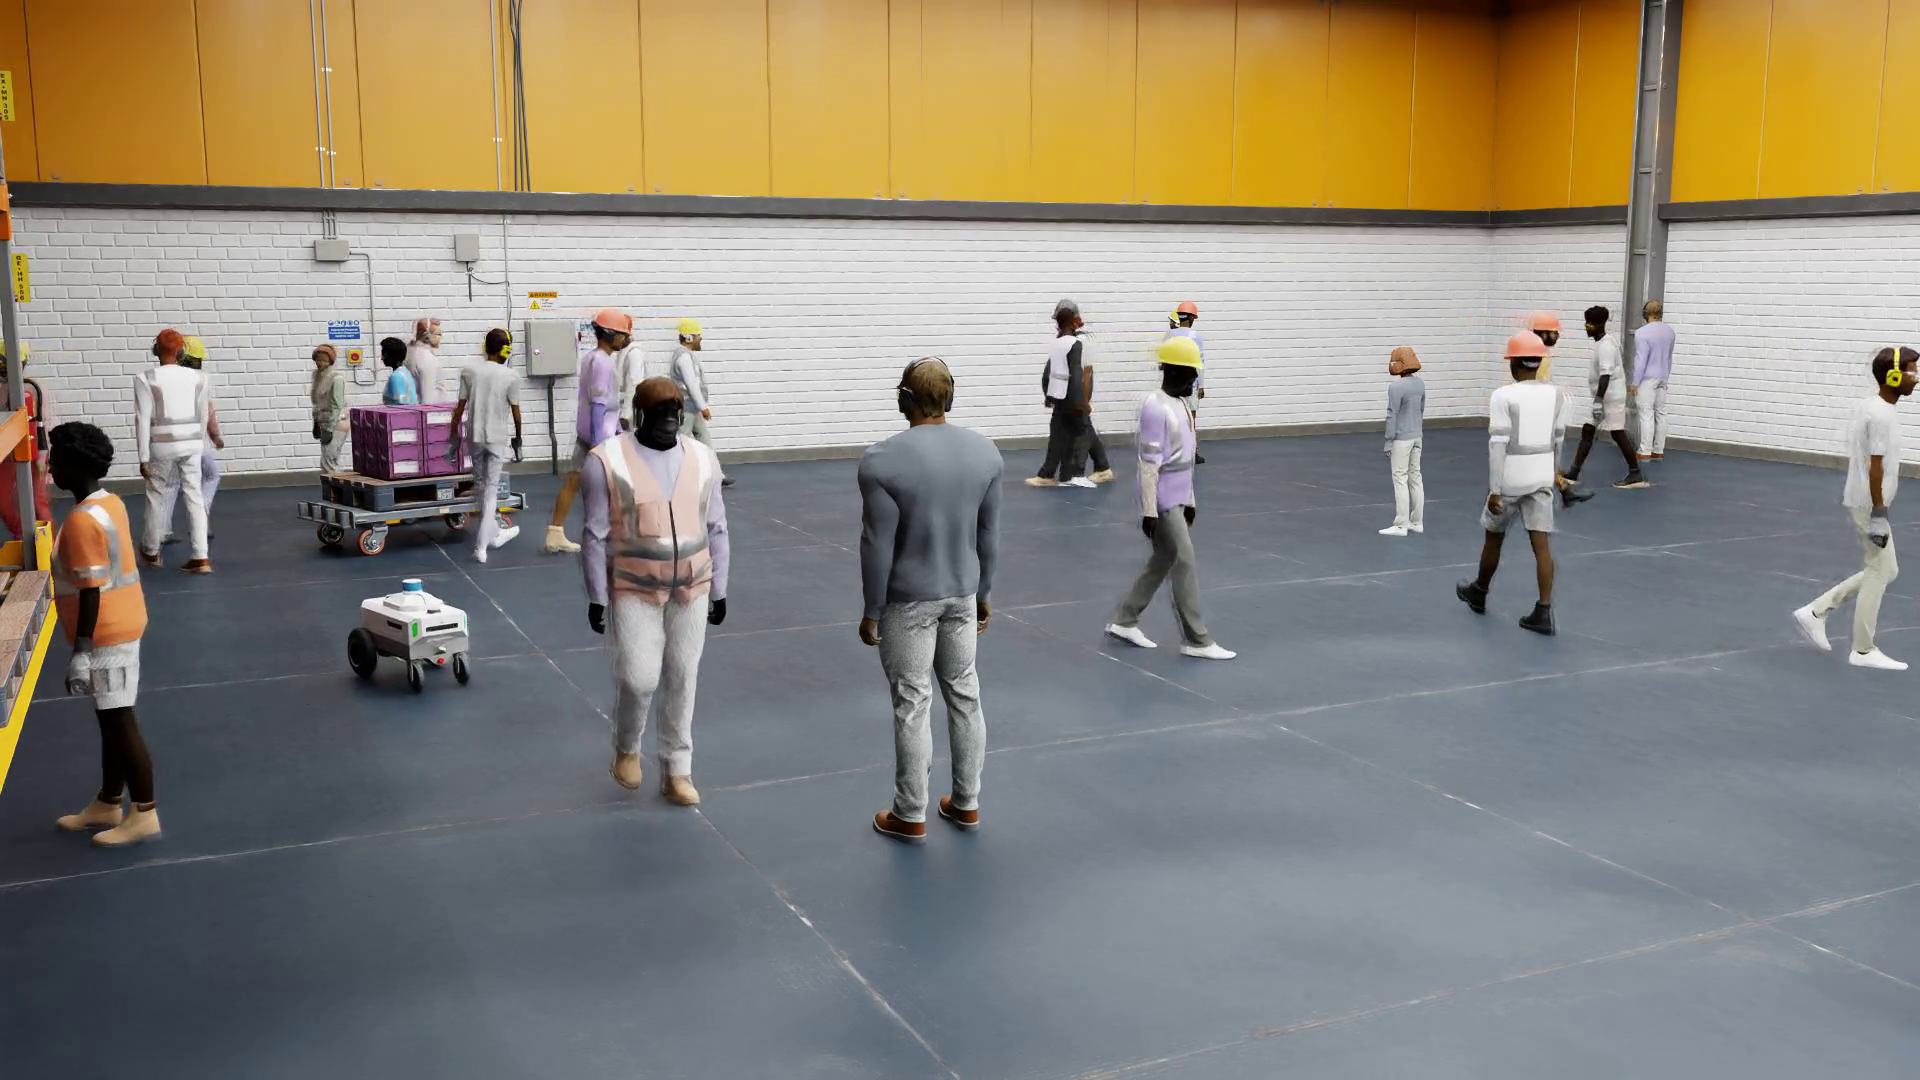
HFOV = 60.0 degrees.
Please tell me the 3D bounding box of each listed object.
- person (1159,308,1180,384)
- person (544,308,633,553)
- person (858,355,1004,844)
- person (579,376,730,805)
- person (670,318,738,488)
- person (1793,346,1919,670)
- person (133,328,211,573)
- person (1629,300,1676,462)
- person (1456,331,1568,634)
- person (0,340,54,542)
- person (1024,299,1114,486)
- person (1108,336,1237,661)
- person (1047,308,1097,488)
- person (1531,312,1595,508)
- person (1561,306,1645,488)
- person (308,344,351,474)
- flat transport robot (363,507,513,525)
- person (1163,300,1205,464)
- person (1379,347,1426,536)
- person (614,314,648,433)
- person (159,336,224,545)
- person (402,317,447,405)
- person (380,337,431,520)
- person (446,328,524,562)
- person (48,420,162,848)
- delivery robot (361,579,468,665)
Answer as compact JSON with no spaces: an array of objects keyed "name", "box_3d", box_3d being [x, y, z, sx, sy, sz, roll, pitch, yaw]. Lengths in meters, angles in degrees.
[{"name":"person","box_3d":[2.704,-1.981,20.752,0.403,1.823,0.586,-3,10,-19]},{"name":"person","box_3d":[-2.882,-0.865,13.378,1.077,1.980,0.636,-4,10,-24]},{"name":"person","box_3d":[-0.127,0.239,6.620,0.632,1.940,0.372,-6,11,-31]},{"name":"person","box_3d":[-1.274,0.218,7.071,0.648,1.832,0.435,-6,11,-31]},{"name":"person","box_3d":[-2.746,-1.391,17.199,0.805,1.795,0.593,-1,9,-4]},{"name":"person","box_3d":[5.170,-0.181,9.505,0.506,1.852,0.510,5,11,30]},{"name":"person","box_3d":[-5.976,-0.674,12.614,0.957,1.838,0.590,8,12,42]},{"name":"person","box_3d":[8.236,-1.890,19.836,0.628,1.936,0.375,-5,11,-30]},{"name":"person","box_3d":[3.582,-0.392,10.691,0.574,1.881,0.992,-2,9,-12]},{"name":"person","box_3d":[-7.126,-0.637,12.598,0.559,1.745,0.470,3,10,18]},{"name":"person","box_3d":[1.206,-1.592,17.663,1.010,2.000,0.689,-1,9,-7]},{"name":"person","box_3d":[1.249,-0.255,9.825,0.812,1.898,0.603,4,10,22]},{"name":"person","box_3d":[1.183,-1.470,17.407,0.495,1.881,0.665,-3,10,-18]},{"name":"person","box_3d":[5.559,-1.221,15.841,1.006,1.878,0.564,2,9,11]},{"name":"person","box_3d":[6.729,-1.491,17.418,1.003,1.903,0.643,2,9,10]},{"name":"person","box_3d":[-5.868,-1.029,15.513,0.413,1.612,0.539,-8,12,-42]},{"name":"flat transport robot","box_3d":[-4.930,-0.332,15.321,0.652,0.197,1.431,9,13,44]},{"name":"person","box_3d":[2.660,-1.858,19.661,0.542,1.929,0.368,7,11,37]},{"name":"person","box_3d":[3.831,-0.851,14.357,0.497,1.626,0.288,-9,13,-43]},{"name":"person","box_3d":[-3.181,-1.229,15.957,0.470,1.861,0.576,-6,11,-31]},{"name":"person","box_3d":[-6.436,-0.821,13.824,0.543,1.728,0.493,4,10,21]},{"name":"person","box_3d":[-5.046,-1.147,15.467,0.961,1.863,0.635,-9,13,-43]},{"name":"person","box_3d":[-5.141,-0.986,15.017,0.669,1.674,0.549,-1,9,-6]},{"name":"person","box_3d":[-3.743,-0.763,13.218,0.612,1.818,0.851,1,9,6]},{"name":"person","box_3d":[-3.399,0.374,6.544,0.359,1.694,0.549,-3,10,-18]},{"name":"delivery robot","box_3d":[-3.031,0.461,9.233,0.477,0.478,0.707,-8,12,-42]}]
